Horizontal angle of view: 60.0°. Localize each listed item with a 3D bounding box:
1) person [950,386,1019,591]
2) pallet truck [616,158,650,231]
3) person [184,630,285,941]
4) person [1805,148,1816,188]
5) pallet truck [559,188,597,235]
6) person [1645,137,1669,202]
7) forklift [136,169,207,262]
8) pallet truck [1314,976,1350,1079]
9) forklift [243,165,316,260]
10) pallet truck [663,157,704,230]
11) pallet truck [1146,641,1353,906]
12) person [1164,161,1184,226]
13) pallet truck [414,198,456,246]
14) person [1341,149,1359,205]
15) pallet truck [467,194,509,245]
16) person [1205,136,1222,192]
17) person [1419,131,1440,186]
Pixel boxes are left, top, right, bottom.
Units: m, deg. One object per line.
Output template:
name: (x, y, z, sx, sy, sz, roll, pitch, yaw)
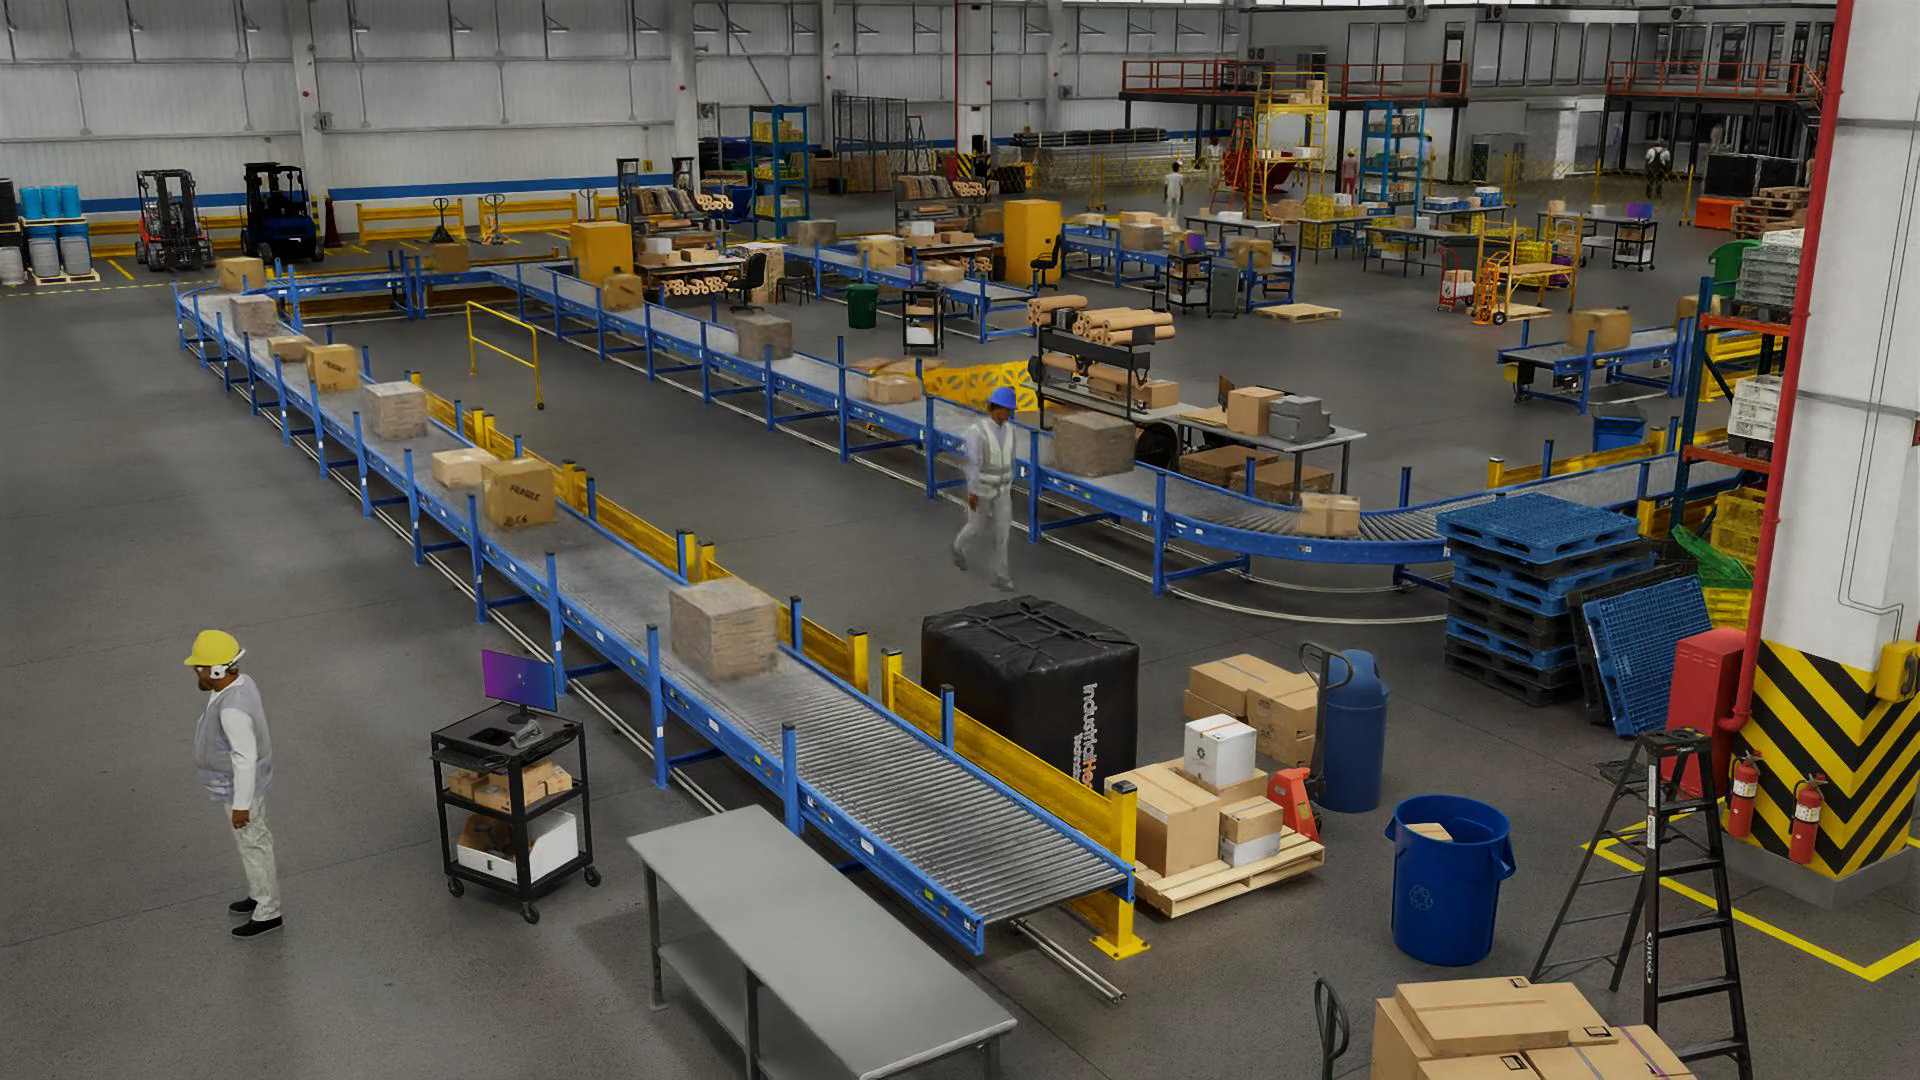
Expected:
person: (0.236, -0.515, 15.586, 0.628, 1.913, 0.857, -12, 20, -34)
pallet truck: (-8.918, -9.176, 44.255, 0.823, 1.965, 1.885, -9, 19, -27)
person: (-4.099, 1.374, 9.429, 0.403, 1.831, 0.595, -7, 18, -21)
person: (25.153, -10.603, 49.103, 0.543, 1.941, 0.353, -13, 21, -37)
pallet truck: (-10.010, -8.652, 43.699, 0.653, 1.274, 1.630, -10, 20, -31)
person: (22.155, -11.798, 52.904, 0.688, 2.000, 0.536, 8, 19, 25)
forklift: (-17.842, -7.318, 37.559, 1.157, 1.987, 2.680, -10, 20, -31)
pallet truck: (2.299, 2.390, 7.086, 1.601, 1.201, 0.680, -2, 17, -7)
forklift: (-15.898, -7.669, 38.708, 1.157, 1.987, 2.680, -11, 20, -33)
pallet truck: (-7.586, -9.308, 44.692, 0.823, 1.965, 1.885, -11, 20, -33)
pallet truck: (1.664, 1.407, 10.232, 1.630, 1.274, 0.653, -10, 20, -31)
person: (5.744, -9.226, 44.681, 0.542, 1.848, 0.441, 2, 17, 6)
pallet truck: (-13.250, -8.060, 41.856, 0.680, 1.201, 1.601, -10, 20, -31)
person: (11.964, -11.098, 51.063, 0.519, 1.761, 0.335, 8, 18, 25)
pallet truck: (-11.983, -8.177, 42.137, 0.704, 1.261, 1.522, -11, 20, -33)
person: (8.578, -12.723, 56.269, 0.623, 1.873, 0.458, -1, 17, -3)
person: (16.516, -13.416, 58.549, 0.619, 1.876, 0.958, -10, 19, -30)
